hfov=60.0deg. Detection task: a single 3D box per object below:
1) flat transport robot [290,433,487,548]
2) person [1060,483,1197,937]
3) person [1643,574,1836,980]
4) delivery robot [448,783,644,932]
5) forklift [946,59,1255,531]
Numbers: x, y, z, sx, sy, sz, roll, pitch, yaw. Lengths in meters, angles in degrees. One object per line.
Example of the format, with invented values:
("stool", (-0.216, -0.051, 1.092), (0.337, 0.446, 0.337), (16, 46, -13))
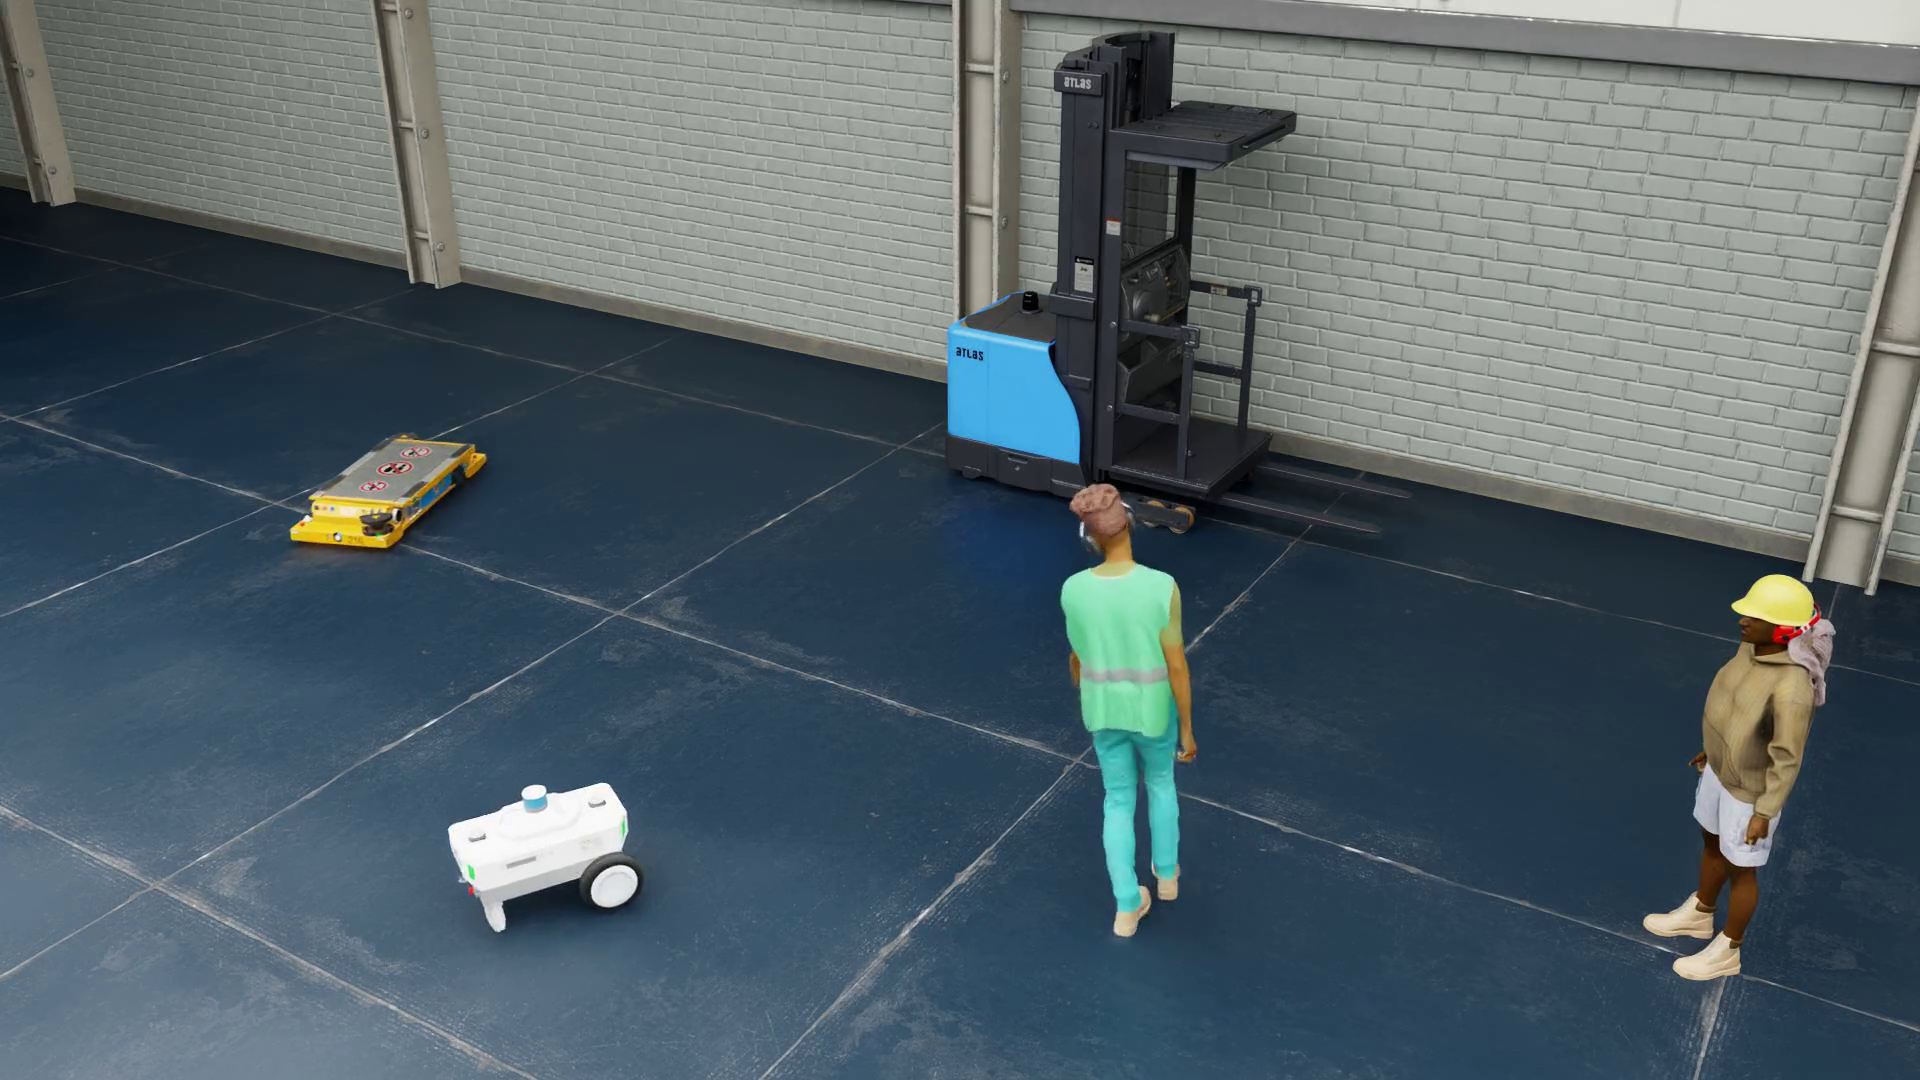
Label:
("flat transport robot", (-3.746, -0.340, 10.979), (0.659, 0.231, 1.431), (5, 26, 9))
("person", (0.701, 0.683, 6.868), (0.588, 1.932, 0.661), (5, 26, 11))
("person", (3.094, 0.932, 6.535), (0.399, 1.764, 0.542), (0, 25, 0))
("delivery robot", (-1.784, 1.315, 7.133), (0.742, 0.587, 0.525), (-13, 28, -26))
("forklift", (0.933, -1.707, 10.833), (1.873, 2.768, 1.129), (15, 29, 28))
